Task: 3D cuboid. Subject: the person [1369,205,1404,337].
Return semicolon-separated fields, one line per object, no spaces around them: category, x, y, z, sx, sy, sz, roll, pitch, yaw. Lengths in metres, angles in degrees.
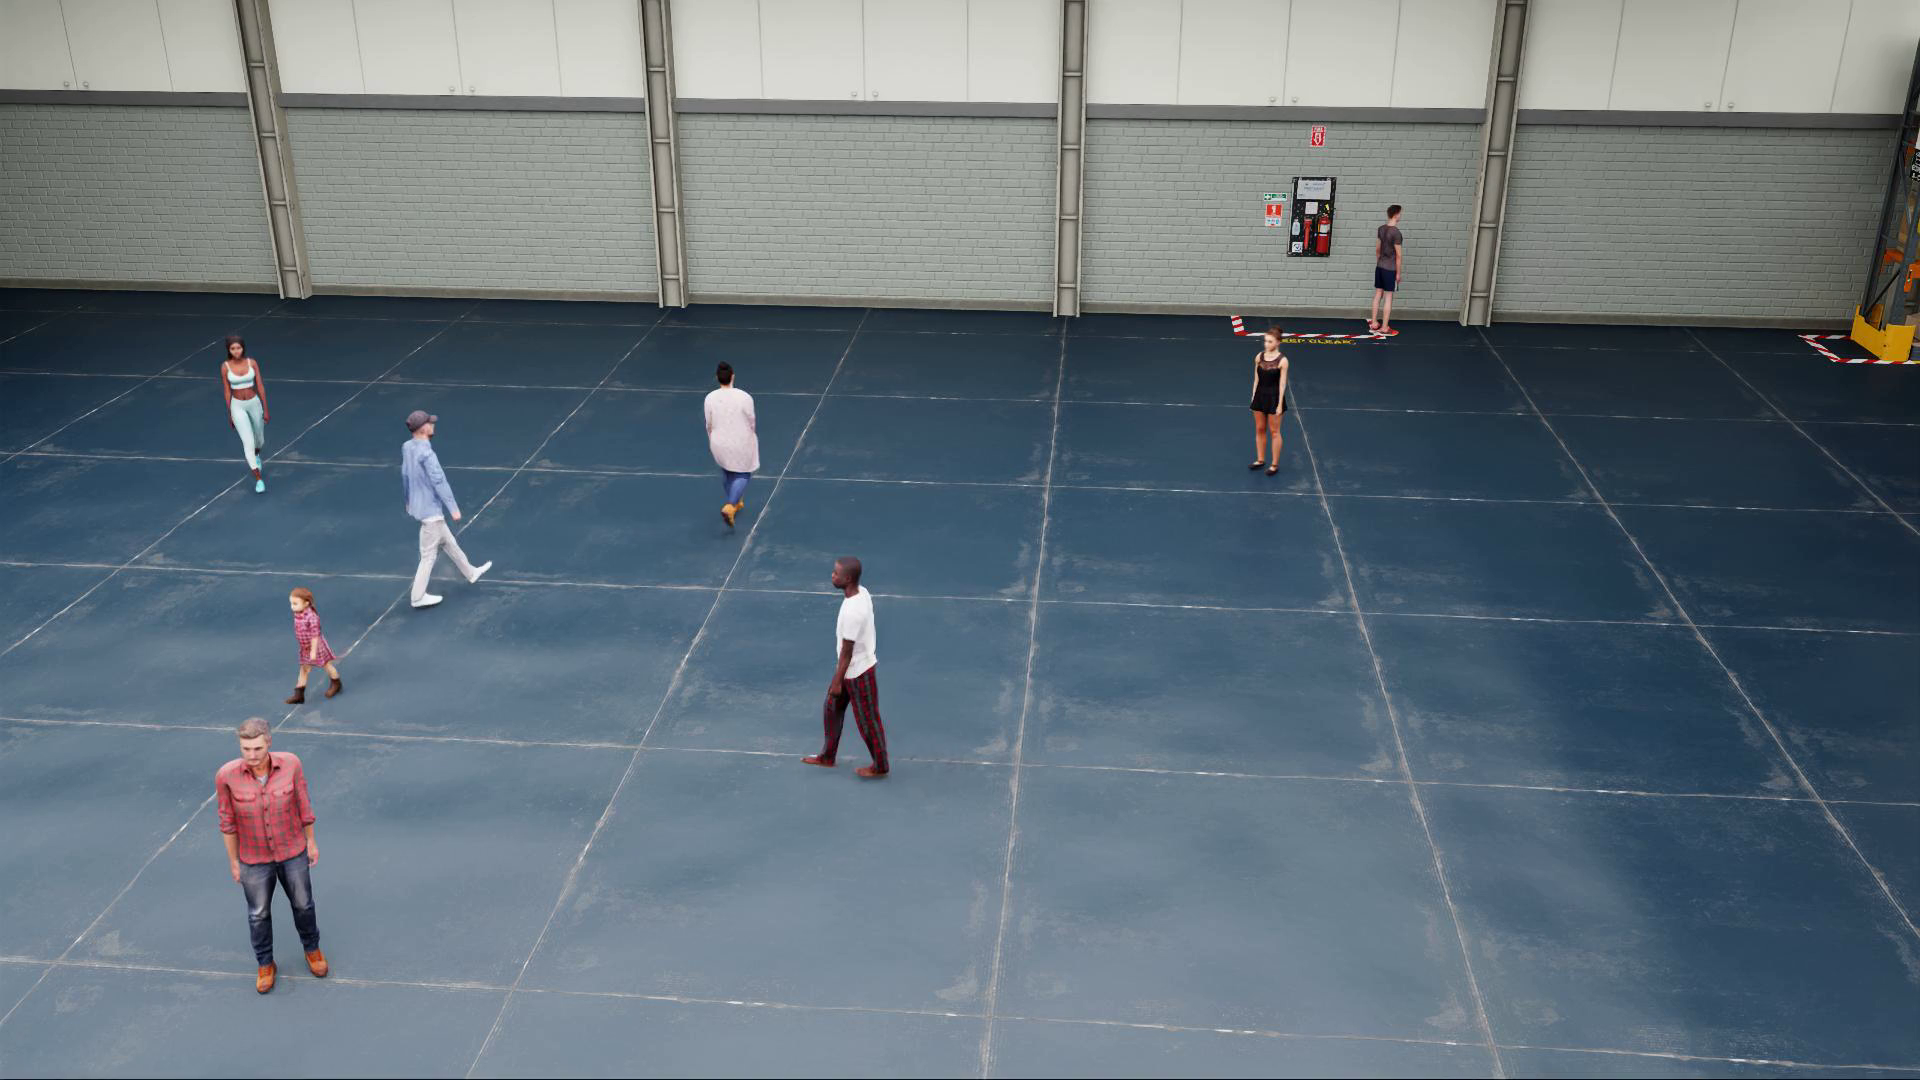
person;6.076;-3.845;23.660;0.734;1.858;0.729;-11;26;-25

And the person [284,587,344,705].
person;-5.293;0.854;13.710;0.733;0.998;0.671;12;26;26

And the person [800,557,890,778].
person;-0.681;0.974;12.387;0.938;1.812;0.736;0;23;-1

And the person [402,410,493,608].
person;-4.935;-0.248;15.209;1.185;1.852;1.099;-17;28;-34

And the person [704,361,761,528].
person;-2.356;-0.966;17.067;1.017;1.719;0.883;6;24;14

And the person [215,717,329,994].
person;-4.227;1.889;10.211;0.700;1.830;0.823;-12;26;-26

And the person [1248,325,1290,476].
person;3.456;-1.571;18.540;0.674;1.680;0.745;21;31;41

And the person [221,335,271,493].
person;-7.779;-1.414;18.144;1.064;1.700;1.014;-13;26;-27
